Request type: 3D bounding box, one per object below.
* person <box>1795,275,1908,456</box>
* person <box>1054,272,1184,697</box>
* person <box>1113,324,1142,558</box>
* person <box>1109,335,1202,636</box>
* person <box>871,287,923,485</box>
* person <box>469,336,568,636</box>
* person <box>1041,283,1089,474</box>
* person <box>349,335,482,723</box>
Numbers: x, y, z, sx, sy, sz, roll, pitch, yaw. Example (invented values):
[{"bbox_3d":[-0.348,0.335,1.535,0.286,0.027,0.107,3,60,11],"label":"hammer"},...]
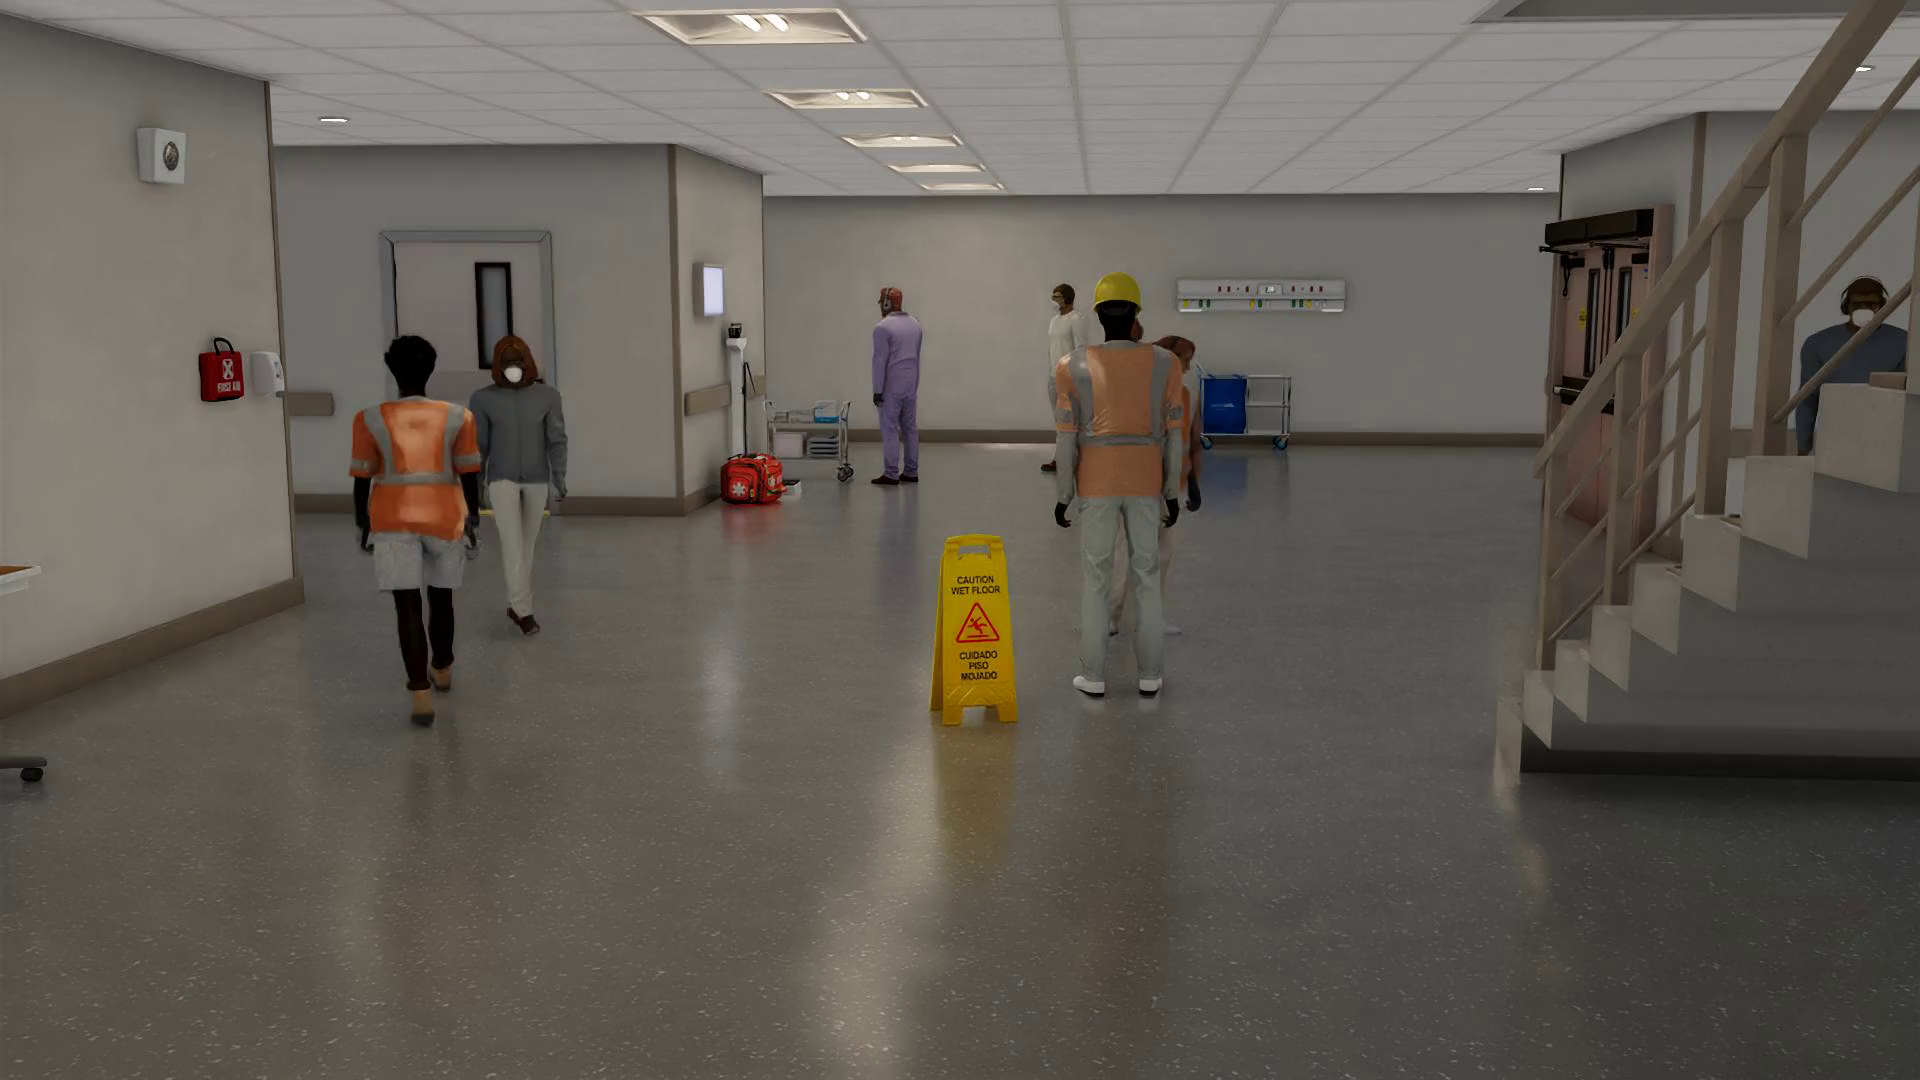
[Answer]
[{"bbox_3d":[5.142,-0.545,9.567,0.632,1.930,0.388,5,10,29],"label":"person"},{"bbox_3d":[0.711,-0.243,7.532,0.585,1.917,0.382,0,8,-3],"label":"person"},{"bbox_3d":[1.093,-0.681,11.455,0.311,1.639,0.514,1,8,4],"label":"person"},{"bbox_3d":[0.995,-0.270,8.785,0.646,1.608,0.318,-4,9,-28],"label":"person"},{"bbox_3d":[-0.638,-1.482,16.041,0.398,1.901,0.650,7,11,38],"label":"person"},{"bbox_3d":[-2.329,-0.283,8.880,0.493,1.589,0.807,-5,10,-29],"label":"person"},{"bbox_3d":[1.074,-1.640,16.959,0.357,1.938,0.637,-4,9,-25],"label":"person"},{"bbox_3d":[-2.369,-0.067,7.259,0.540,1.643,0.886,-4,9,-23],"label":"person"}]
